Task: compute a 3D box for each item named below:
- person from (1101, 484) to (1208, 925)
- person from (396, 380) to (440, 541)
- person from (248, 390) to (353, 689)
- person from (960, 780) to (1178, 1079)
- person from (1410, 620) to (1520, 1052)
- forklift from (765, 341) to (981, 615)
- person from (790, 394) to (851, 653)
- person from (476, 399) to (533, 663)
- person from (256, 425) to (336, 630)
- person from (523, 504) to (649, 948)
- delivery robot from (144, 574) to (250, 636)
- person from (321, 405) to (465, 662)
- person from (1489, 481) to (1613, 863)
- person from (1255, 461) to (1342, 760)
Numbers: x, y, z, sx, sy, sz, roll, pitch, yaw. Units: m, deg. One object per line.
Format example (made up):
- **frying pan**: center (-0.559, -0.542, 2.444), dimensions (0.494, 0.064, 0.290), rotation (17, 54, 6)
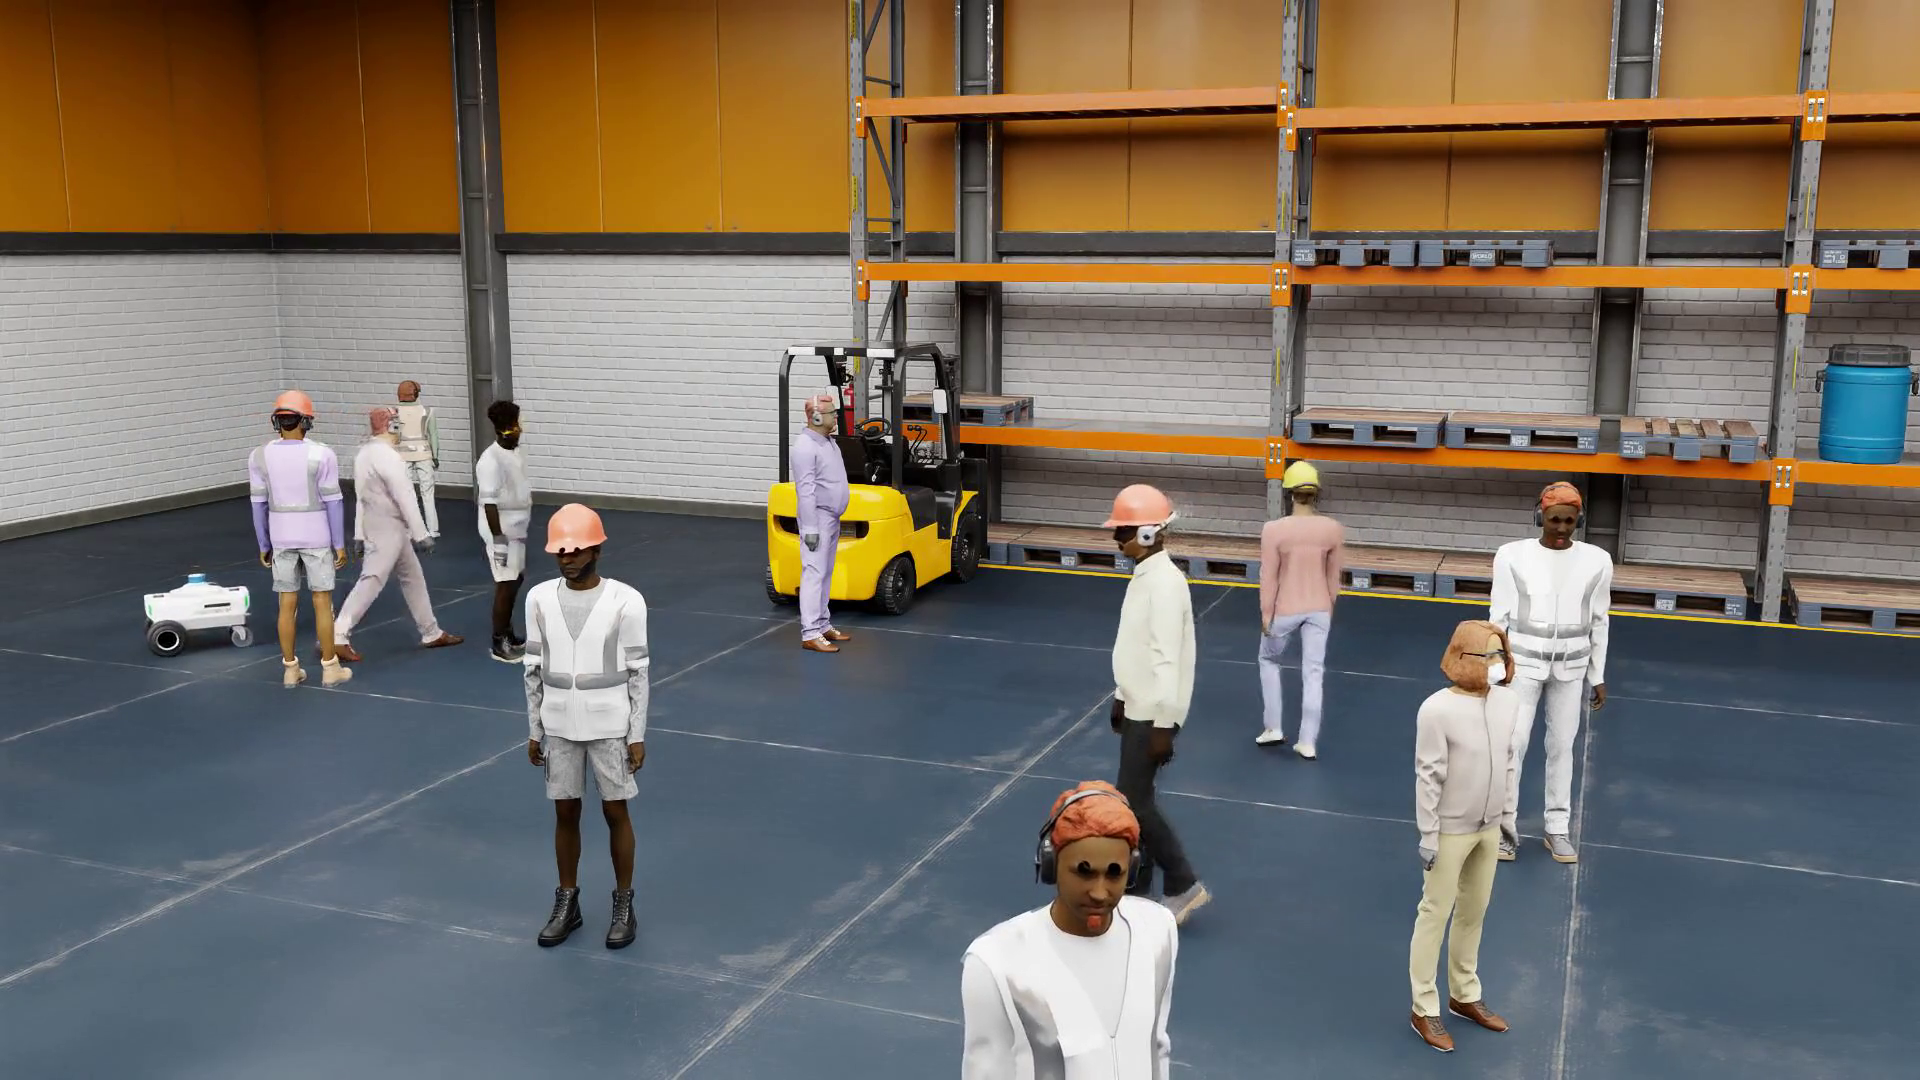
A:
- **person**: center (0.807, 0.738, 7.354), dimensions (0.447, 1.980, 0.679), rotation (-1, 10, -4)
- **person**: center (-5.562, -0.804, 16.927), dimensions (0.514, 1.637, 0.314), rotation (-3, 11, -15)
- **person**: center (-4.478, 0.001, 11.324), dimensions (0.605, 2.039, 0.386), rotation (0, 10, -1)
- **person**: center (0.257, 1.445, 3.707), dimensions (0.574, 1.884, 0.360), rotation (-7, 12, -33)
- **person**: center (1.925, 1.101, 6.311), dimensions (0.500, 1.636, 0.280), rotation (-6, 12, -31)
- **forklift**: center (-0.739, -0.602, 14.246), dimensions (1.214, 2.155, 2.313), rotation (4, 11, 21)
- **person**: center (-1.022, -0.130, 12.420), dimensions (0.408, 1.908, 0.645), rotation (2, 10, 11)
- **person**: center (-3.282, -0.072, 12.043), dimensions (0.425, 1.923, 0.766), rotation (0, 10, 2)
- **person**: center (-5.120, -0.170, 12.873), dimensions (0.588, 1.823, 0.403), rotation (-3, 11, -14)
- **person**: center (-1.609, 0.800, 7.153), dimensions (0.547, 1.938, 0.359), rotation (1, 10, 5)
- **delivery robot**: center (-5.693, 0.498, 12.426), dimensions (0.707, 0.478, 0.477), rotation (-5, 12, -28)
- **person**: center (-4.225, -0.055, 12.168), dimensions (1.019, 1.857, 0.643), rotation (-5, 11, -27)
- **person**: center (2.872, 0.646, 8.150), dimensions (0.572, 1.887, 0.356), rotation (1, 10, 7)
- **person**: center (1.990, 0.413, 9.836), dimensions (0.525, 1.751, 0.527), rotation (-1, 10, -8)
